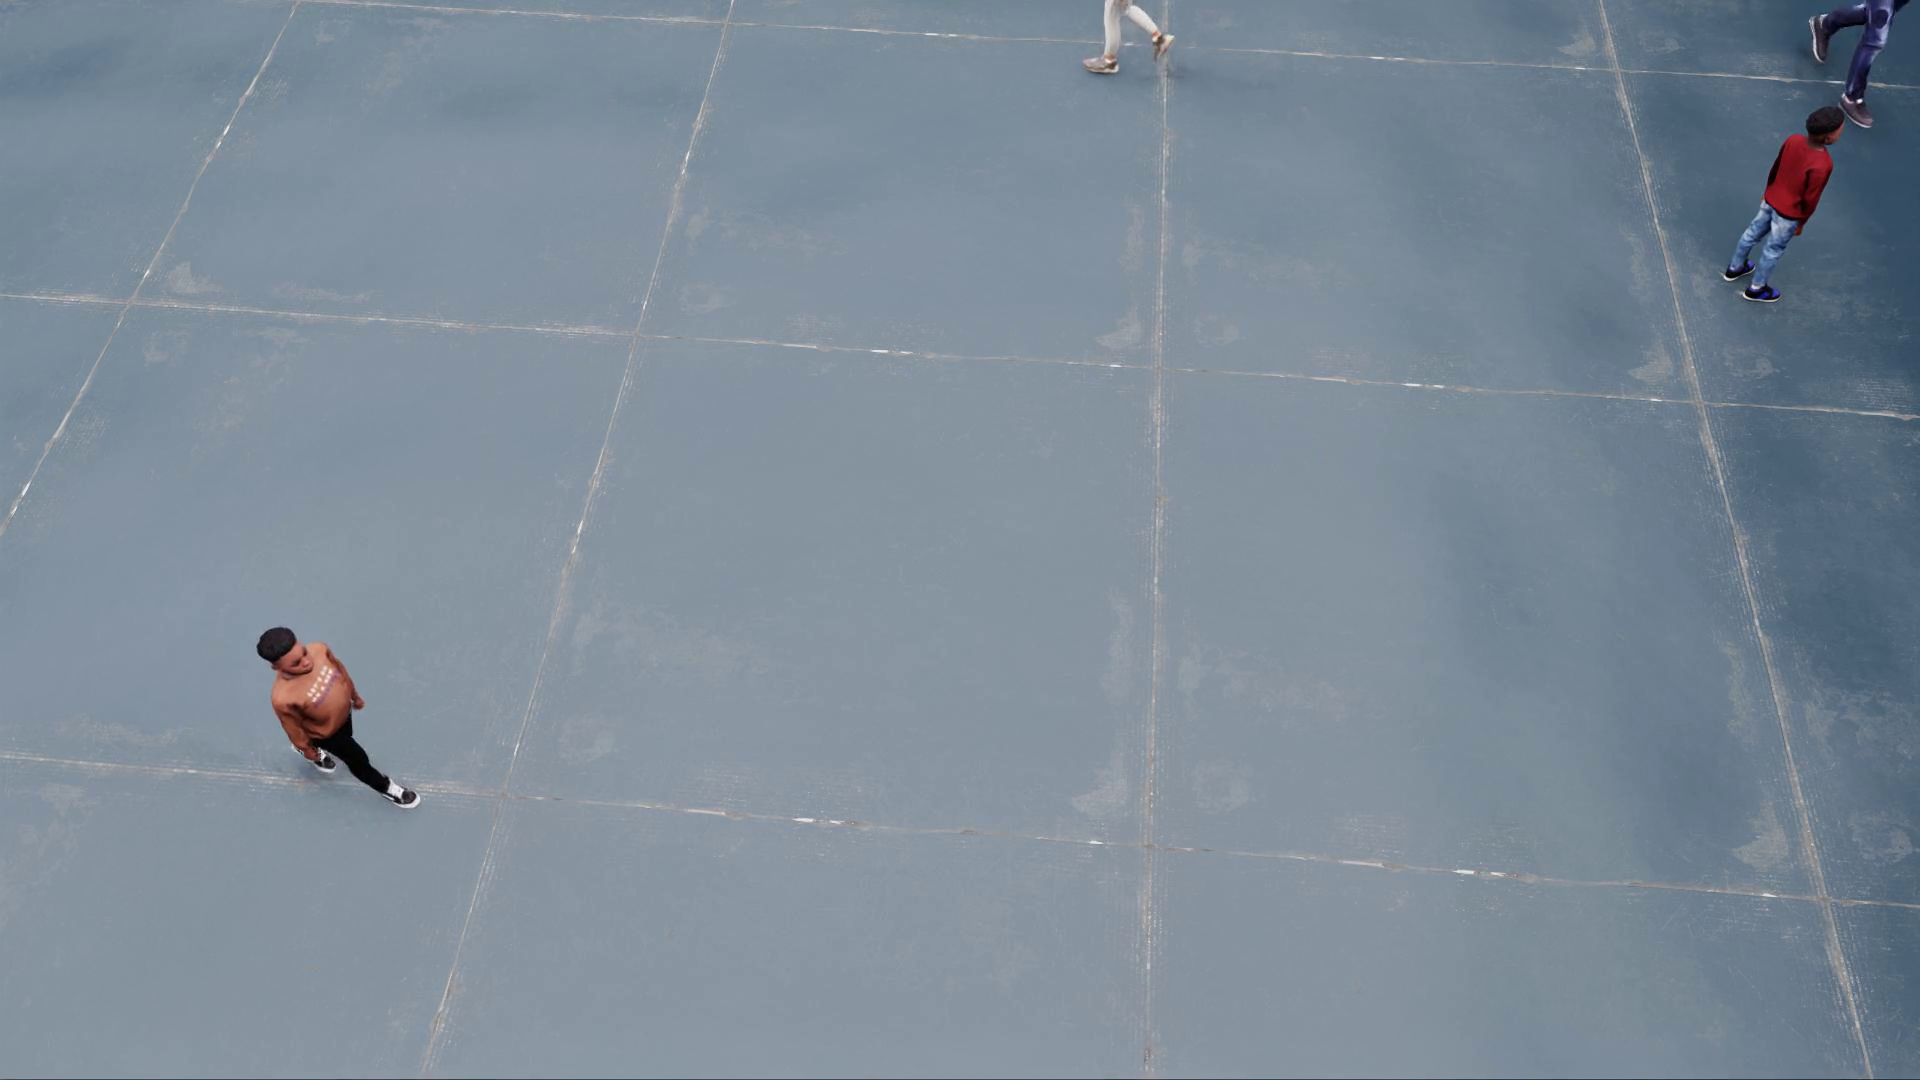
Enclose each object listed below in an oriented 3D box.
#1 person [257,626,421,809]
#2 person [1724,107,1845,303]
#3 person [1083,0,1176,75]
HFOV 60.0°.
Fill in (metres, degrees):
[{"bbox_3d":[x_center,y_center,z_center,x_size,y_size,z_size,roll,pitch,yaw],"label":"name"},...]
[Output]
[{"bbox_3d":[-2.815,0.749,7.273,0.927,1.234,0.653,15,54,11],"label":"person"},{"bbox_3d":[4.617,-1.884,9.299,0.582,1.255,0.568,-14,54,-11],"label":"person"},{"bbox_3d":[1.109,-3.577,10.461,0.827,1.491,0.628,9,53,7],"label":"person"}]
